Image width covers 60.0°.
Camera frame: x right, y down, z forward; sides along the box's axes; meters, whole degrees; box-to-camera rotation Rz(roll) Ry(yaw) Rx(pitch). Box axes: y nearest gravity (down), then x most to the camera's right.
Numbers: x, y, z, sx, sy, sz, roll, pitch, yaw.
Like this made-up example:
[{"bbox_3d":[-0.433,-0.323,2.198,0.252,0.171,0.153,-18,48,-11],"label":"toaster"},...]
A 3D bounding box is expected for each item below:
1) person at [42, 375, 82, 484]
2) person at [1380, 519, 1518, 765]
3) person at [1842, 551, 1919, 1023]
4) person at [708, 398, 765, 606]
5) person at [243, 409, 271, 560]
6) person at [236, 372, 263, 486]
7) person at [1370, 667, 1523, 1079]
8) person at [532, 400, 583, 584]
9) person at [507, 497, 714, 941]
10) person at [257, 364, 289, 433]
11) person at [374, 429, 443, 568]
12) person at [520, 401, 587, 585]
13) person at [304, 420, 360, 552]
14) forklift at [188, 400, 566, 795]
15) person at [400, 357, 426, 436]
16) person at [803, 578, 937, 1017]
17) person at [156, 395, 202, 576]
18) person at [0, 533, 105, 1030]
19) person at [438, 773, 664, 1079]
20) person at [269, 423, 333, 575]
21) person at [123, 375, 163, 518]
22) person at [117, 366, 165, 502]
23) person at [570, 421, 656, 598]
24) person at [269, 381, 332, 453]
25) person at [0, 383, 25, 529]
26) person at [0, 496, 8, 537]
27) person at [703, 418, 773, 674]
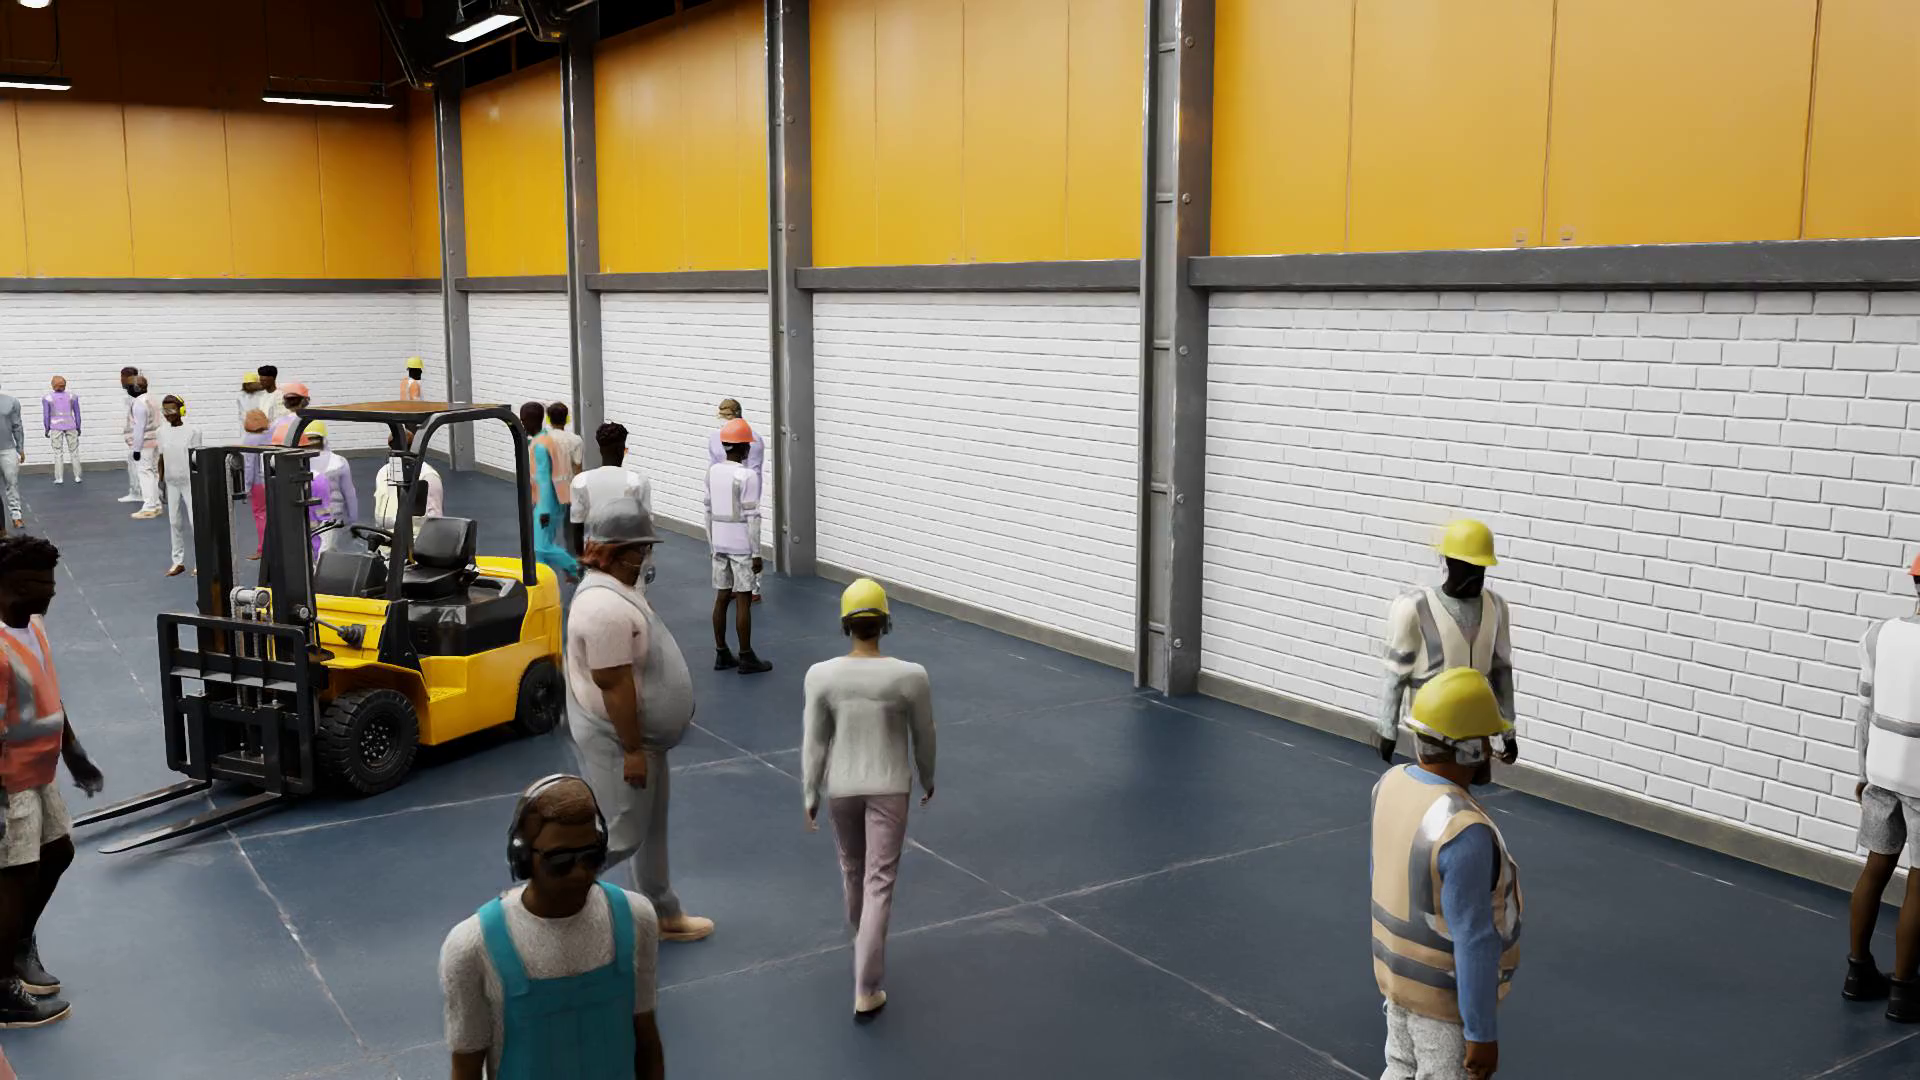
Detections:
[{"bbox_3d":[-13.574,-1.665,25.165,0.513,1.642,0.311,-6,11,-36],"label":"person"},{"bbox_3d":[2.269,0.825,7.639,0.593,1.863,1.020,-3,9,-22],"label":"person"},{"bbox_3d":[3.840,0.949,6.638,0.417,1.920,0.544,-3,9,-18],"label":"person"},{"bbox_3d":[-2.068,-0.349,15.360,0.622,1.932,0.385,5,10,31],"label":"person"},{"bbox_3d":[-7.562,-0.597,17.986,0.280,1.634,0.507,2,9,12],"label":"person"},{"bbox_3d":[-10.615,-1.685,25.072,0.495,1.713,0.837,0,8,-3],"label":"person"},{"bbox_3d":[1.388,1.267,4.761,0.404,1.831,0.600,-1,9,-10],"label":"person"},{"bbox_3d":[-3.921,-0.434,16.203,0.528,1.845,0.808,-1,8,-6],"label":"person"},{"bbox_3d":[-1.518,0.803,7.191,0.799,2.000,0.687,-1,9,-7],"label":"person"},{"bbox_3d":[-8.984,-1.322,21.806,0.376,1.958,0.607,-8,12,-44],"label":"person"},{"bbox_3d":[-4.288,0.059,12.864,0.629,1.846,0.429,4,10,27],"label":"person"},{"bbox_3d":[-3.723,-0.332,15.285,0.606,1.904,0.621,-3,9,-17],"label":"person"},{"bbox_3d":[-5.579,-0.174,14.561,0.628,1.800,0.818,-1,8,-5],"label":"person"},{"bbox_3d":[-3.529,0.258,10.348,1.214,2.155,2.313,4,9,25],"label":"forklift"},{"bbox_3d":[-8.251,-1.807,25.174,0.385,1.922,0.594,-6,10,-36],"label":"person"},{"bbox_3d":[-0.367,1.013,6.861,0.522,1.718,0.871,2,9,12],"label":"person"},{"bbox_3d":[-7.927,-0.551,16.931,0.505,1.864,0.331,1,8,5],"label":"person"},{"bbox_3d":[-3.757,0.937,6.646,0.430,1.935,0.626,-2,9,-16],"label":"person"},{"bbox_3d":[-0.900,1.415,3.762,0.501,1.839,0.344,-5,10,-33],"label":"person"},{"bbox_3d":[-4.867,0.106,12.237,0.547,1.937,0.379,4,9,24],"label":"person"},{"bbox_3d":[-10.499,-1.197,21.371,0.428,1.837,0.620,-2,9,-12],"label":"person"},{"bbox_3d":[-11.237,-1.463,22.979,0.799,1.893,0.604,-1,8,-7],"label":"person"},{"bbox_3d":[-2.494,0.127,12.018,0.601,1.960,0.373,1,8,3],"label":"person"},{"bbox_3d":[-6.819,-0.633,17.083,0.623,1.985,1.067,3,9,21],"label":"person"},{"bbox_3d":[-11.751,-1.077,20.269,0.632,1.928,0.392,-7,11,-39],"label":"person"},{"bbox_3d":[-11.446,-0.937,19.492,0.531,1.870,0.317,7,11,38],"label":"person"},{"bbox_3d":[-1.694,0.046,12.636,0.546,1.939,0.375,7,11,39],"label":"person"}]
